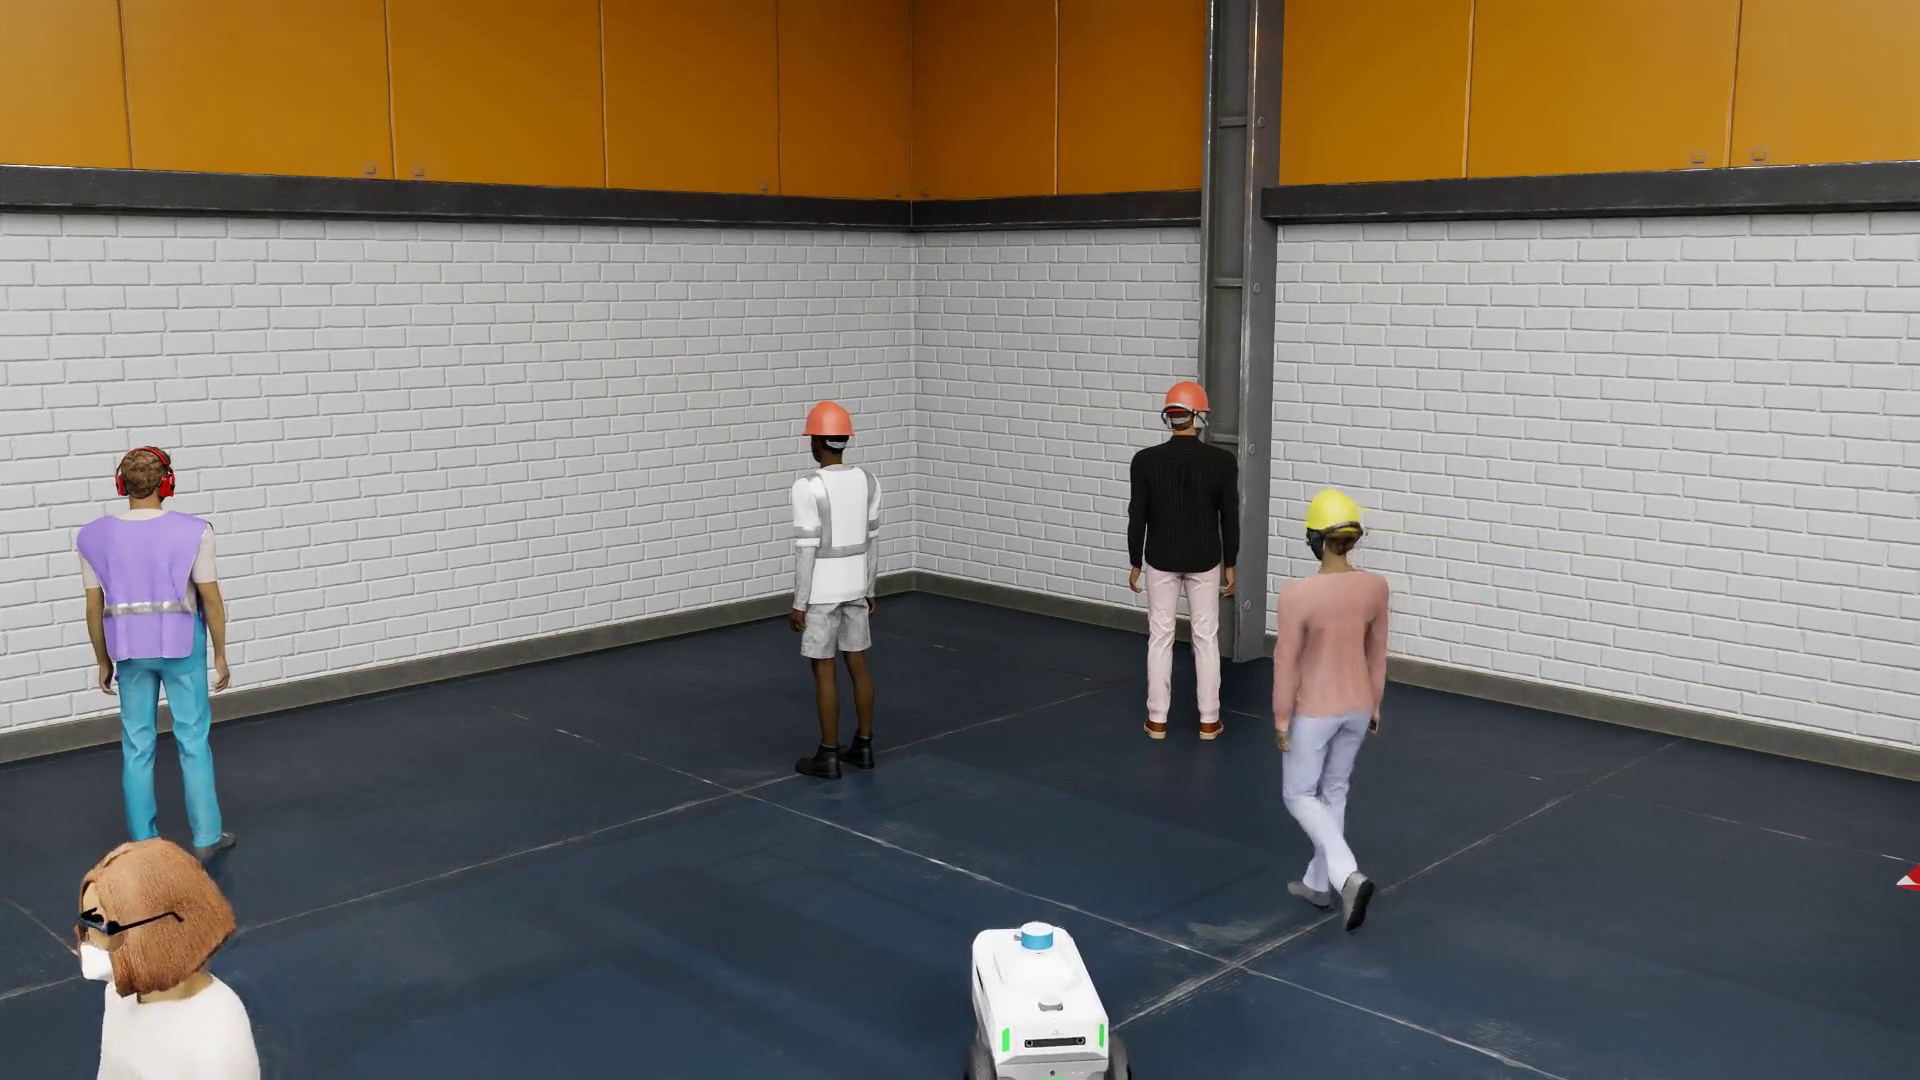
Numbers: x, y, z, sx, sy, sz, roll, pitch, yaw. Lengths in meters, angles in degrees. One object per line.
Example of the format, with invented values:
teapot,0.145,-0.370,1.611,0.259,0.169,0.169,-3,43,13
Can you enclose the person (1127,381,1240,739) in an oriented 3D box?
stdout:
person,1.237,0.119,9.241,0.614,1.988,0.396,1,9,8

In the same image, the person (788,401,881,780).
person,-0.664,0.256,8.558,0.551,1.935,0.369,-9,13,-44

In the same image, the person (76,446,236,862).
person,-3.497,0.514,7.254,0.566,1.847,0.389,-2,9,-11

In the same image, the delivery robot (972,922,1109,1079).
delivery robot,0.240,1.444,5.216,0.477,0.478,0.707,-1,9,-6

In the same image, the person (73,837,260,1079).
person,-1.375,1.313,3.096,0.509,1.605,0.757,8,12,40

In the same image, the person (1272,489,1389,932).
person,1.490,0.677,6.561,0.529,1.749,0.641,-4,10,-22
